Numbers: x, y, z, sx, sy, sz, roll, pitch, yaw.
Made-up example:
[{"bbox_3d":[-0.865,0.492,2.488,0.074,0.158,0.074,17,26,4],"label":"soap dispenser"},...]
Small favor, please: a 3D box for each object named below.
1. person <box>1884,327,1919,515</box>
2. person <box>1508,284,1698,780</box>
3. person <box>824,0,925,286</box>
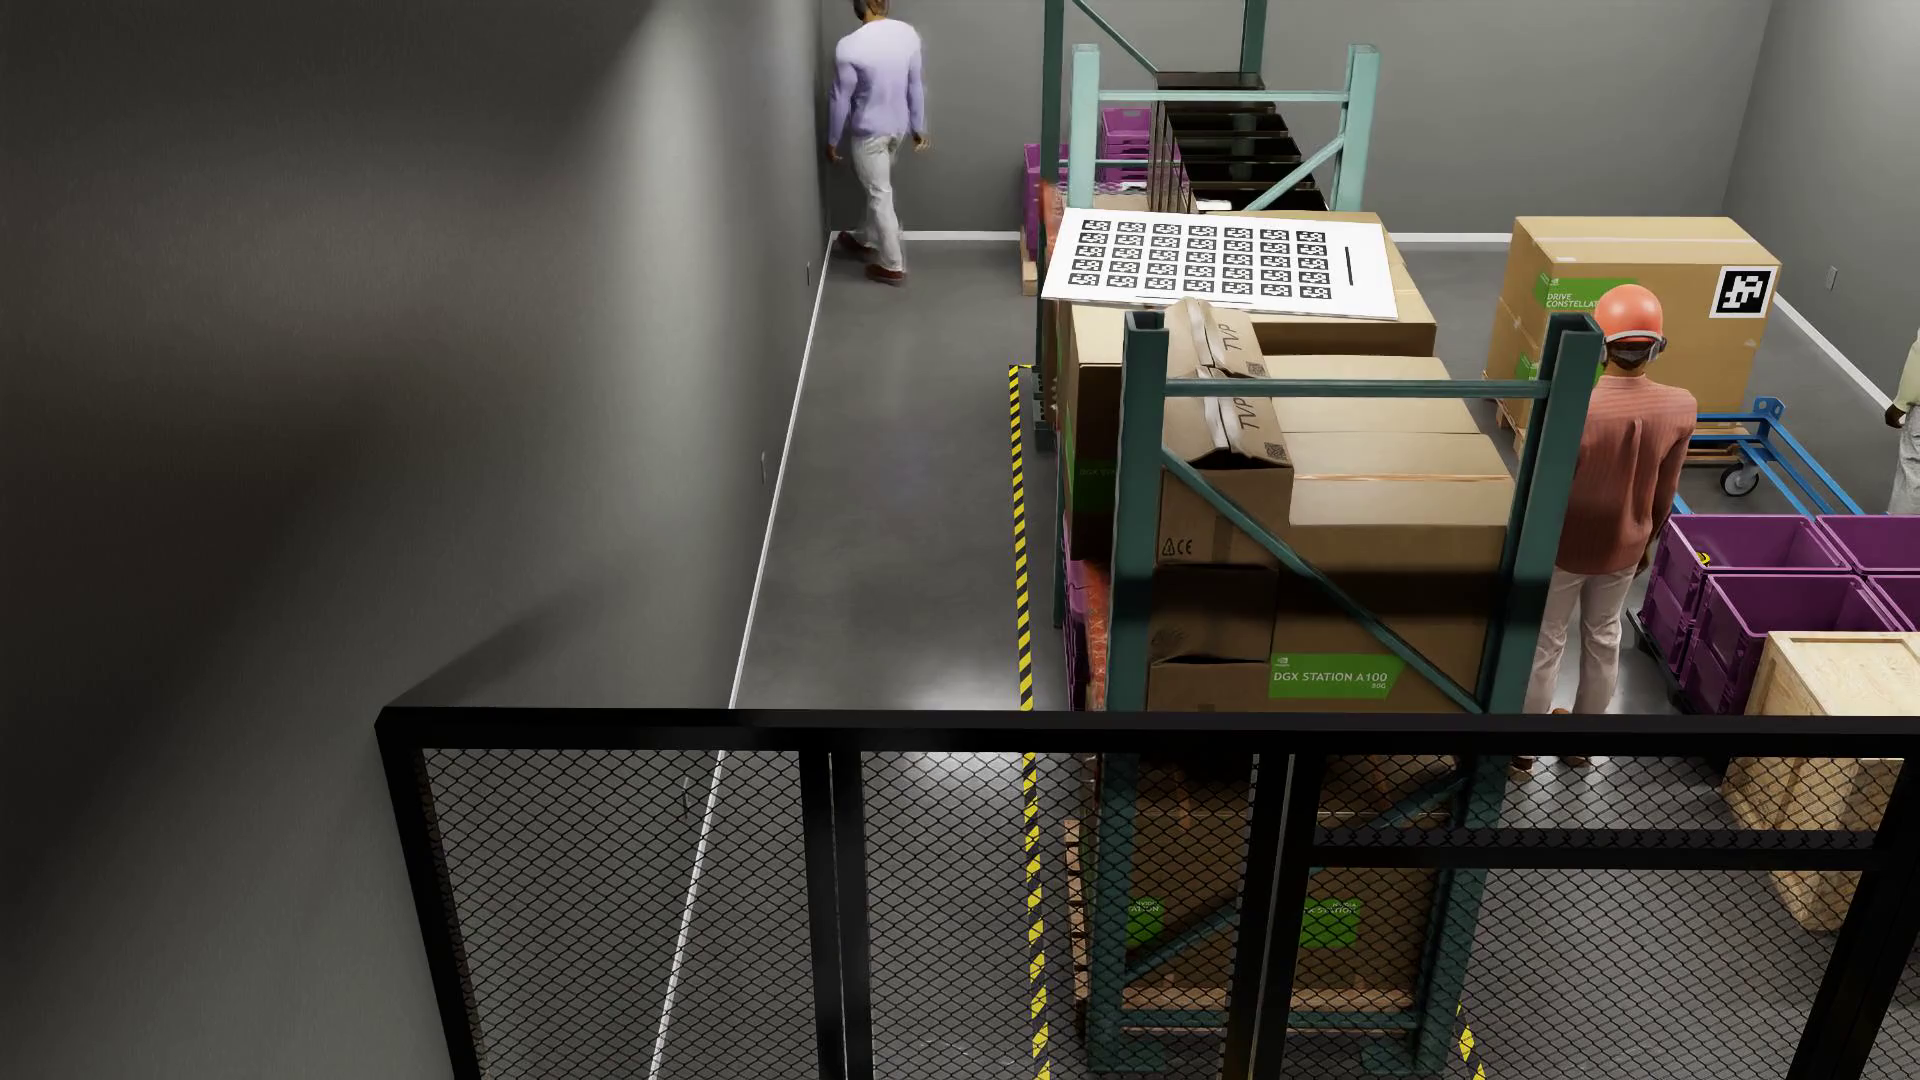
[{"bbox_3d":[4.450,-0.650,7.394,0.603,1.832,0.404,2,31,3],"label":"person"},{"bbox_3d":[2.308,0.009,6.155,0.614,1.986,0.389,-7,32,-12],"label":"person"},{"bbox_3d":[-0.627,-2.627,10.606,0.849,1.909,0.658,26,40,36],"label":"person"}]
